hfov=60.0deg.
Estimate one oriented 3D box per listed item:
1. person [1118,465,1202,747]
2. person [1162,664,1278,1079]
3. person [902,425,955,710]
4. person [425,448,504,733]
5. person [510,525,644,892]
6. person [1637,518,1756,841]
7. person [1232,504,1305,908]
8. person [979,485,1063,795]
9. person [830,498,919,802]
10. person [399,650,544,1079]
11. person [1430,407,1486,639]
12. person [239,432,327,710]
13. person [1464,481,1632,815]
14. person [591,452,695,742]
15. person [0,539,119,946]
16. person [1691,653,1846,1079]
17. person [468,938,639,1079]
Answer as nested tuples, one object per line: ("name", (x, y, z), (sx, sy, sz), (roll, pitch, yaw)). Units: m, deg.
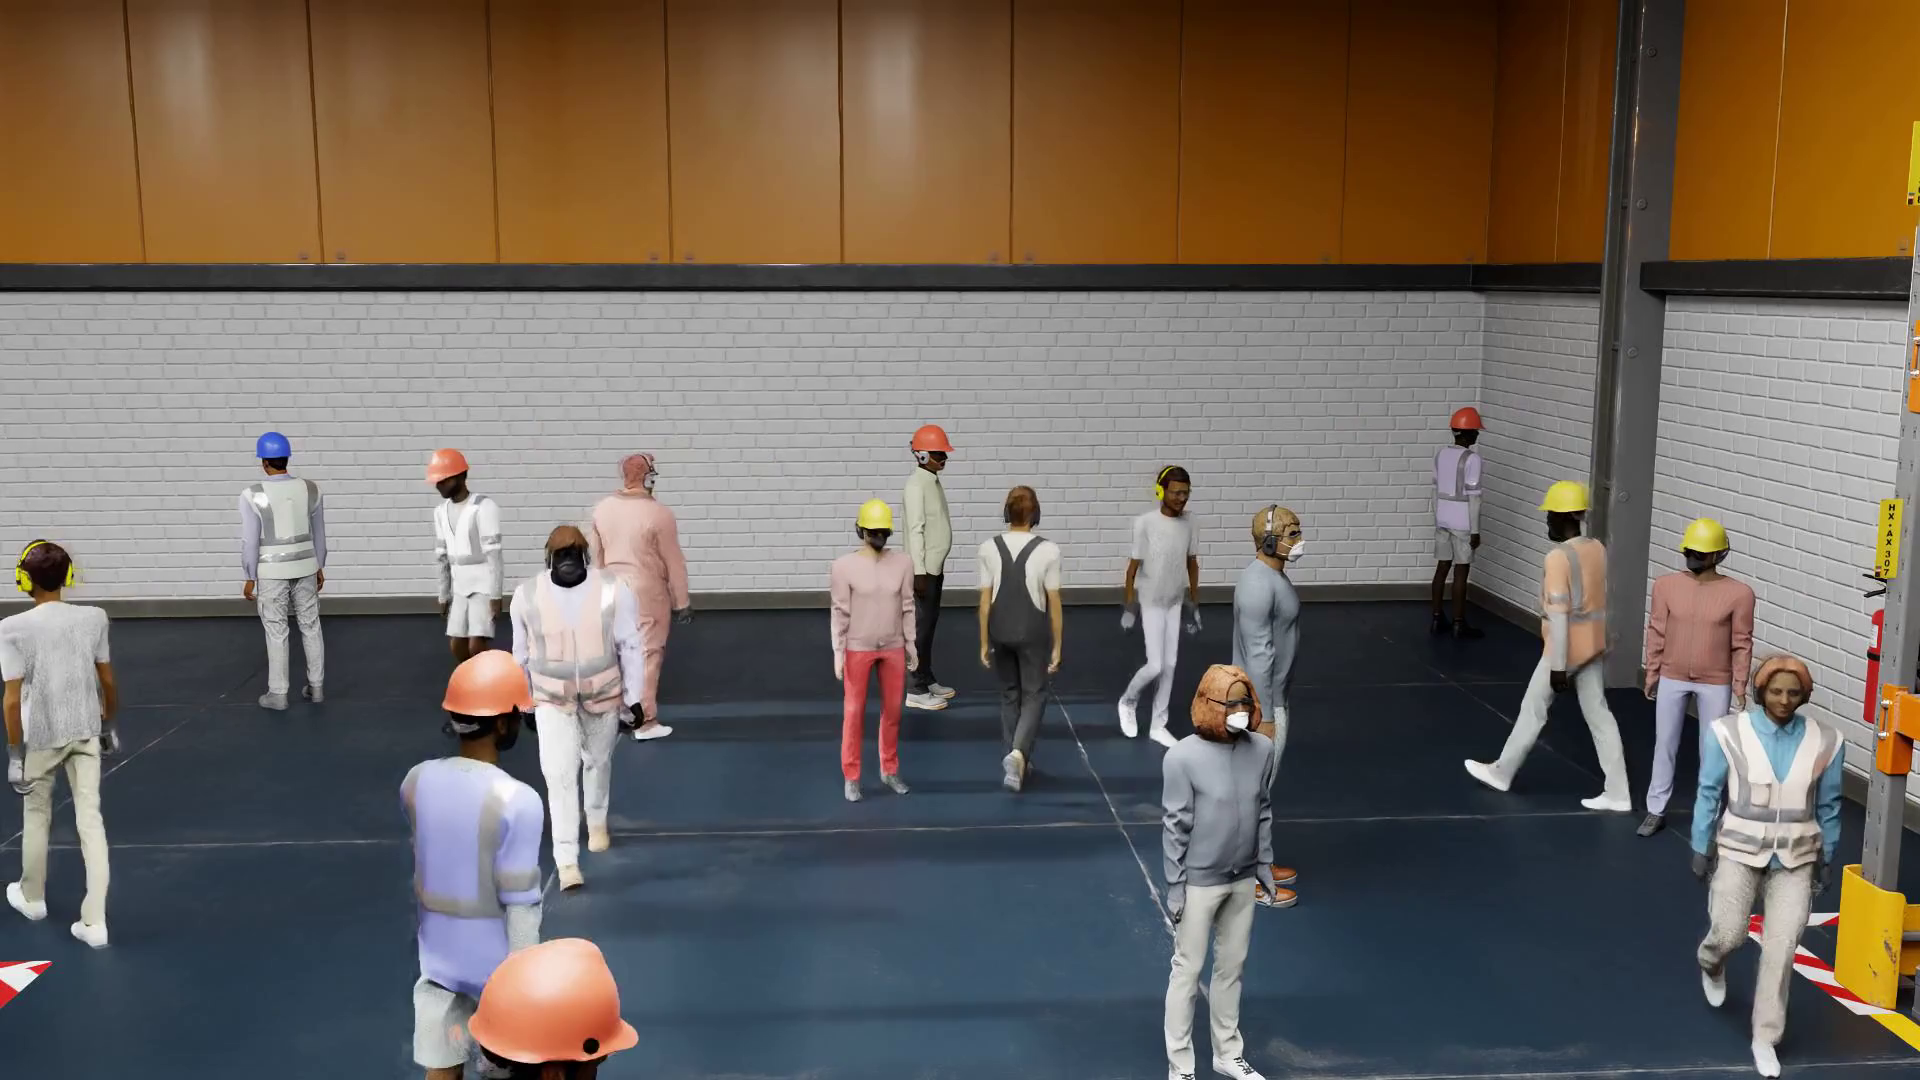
("person", (1.288, 0.428, 10.670), (0.519, 1.845, 0.478), (-5, 10, -30))
("person", (0.954, 1.255, 6.114), (0.499, 1.632, 0.286), (-5, 11, -31))
("person", (-0.221, 0.181, 11.722), (0.386, 1.992, 0.624), (2, 9, 11))
("person", (-3.248, 0.342, 10.978), (0.607, 1.911, 0.453), (6, 11, 34))
("person", (-1.937, 0.808, 8.449), (0.638, 1.796, 0.986), (-2, 9, -15))
("person", (3.921, 0.752, 8.867), (0.524, 1.764, 0.329), (6, 11, 33))
("person", (1.495, 0.787, 8.096), (0.372, 1.940, 0.627), (2, 9, 14))
("person", (0.337, 0.593, 9.708), (0.510, 1.822, 0.715), (3, 9, 17))
("person", (-0.489, 0.630, 9.625), (0.533, 1.765, 0.329), (-4, 10, -23))
("person", (-1.426, 1.268, 5.228), (0.549, 1.891, 0.963), (4, 10, 25))
("person", (4.189, -0.147, 13.959), (0.379, 1.938, 0.547), (-4, 10, -23))
("person", (-4.735, 0.213, 11.666), (0.383, 1.950, 0.601), (8, 12, 41))
("person", (3.436, 0.596, 9.499), (0.617, 1.868, 1.001), (-8, 12, -41))
("person", (-2.050, 0.376, 10.818), (0.649, 1.892, 0.432), (6, 11, 34))
("person", (-4.181, 0.902, 7.673), (0.898, 1.834, 0.551), (9, 12, 43))
("person", (3.104, 1.204, 6.462), (0.528, 1.620, 0.567), (2, 9, 13))
("person", (-0.924, 1.650, 2.927), (0.997, 1.872, 0.578), (-9, 12, -43))
